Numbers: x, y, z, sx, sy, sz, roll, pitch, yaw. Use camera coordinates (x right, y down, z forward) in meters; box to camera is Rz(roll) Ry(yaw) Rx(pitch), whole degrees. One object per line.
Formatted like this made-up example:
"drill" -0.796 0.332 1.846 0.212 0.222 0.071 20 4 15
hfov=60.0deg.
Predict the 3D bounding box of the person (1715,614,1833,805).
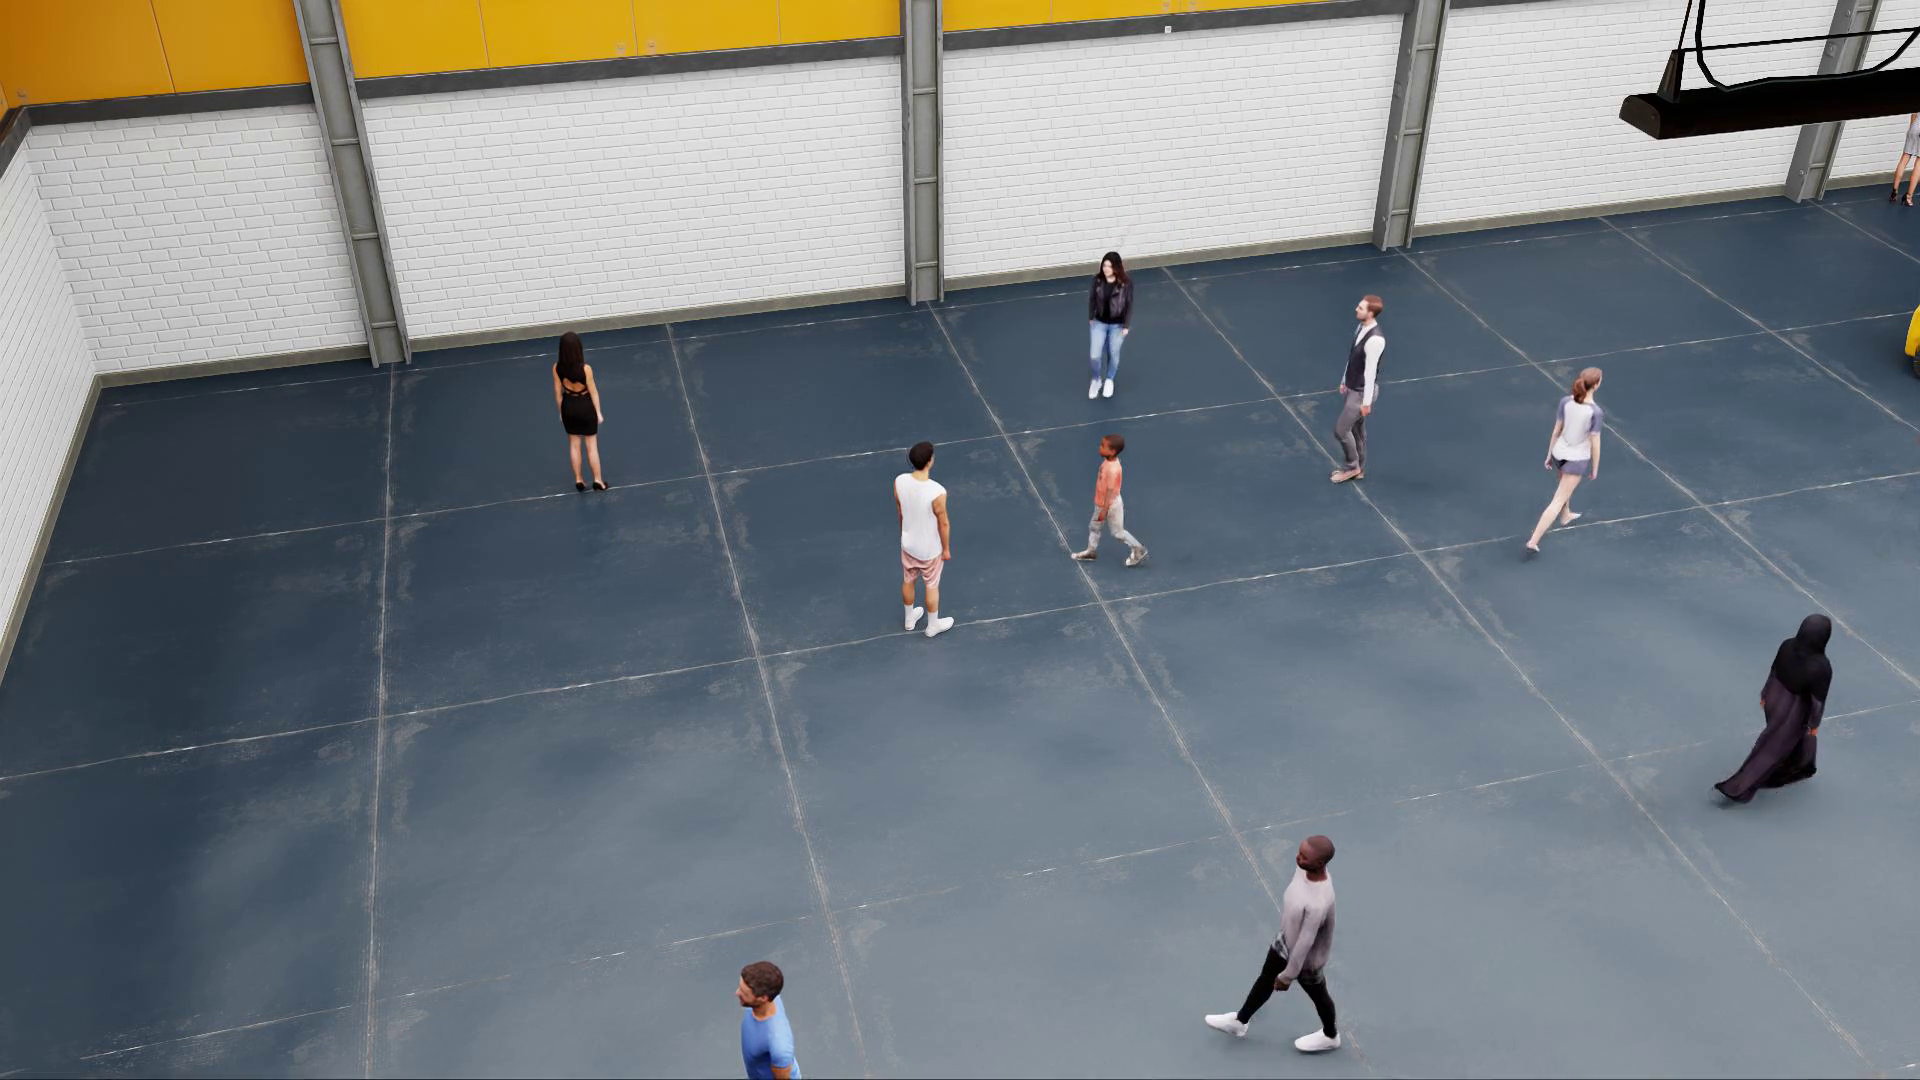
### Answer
"person" 5.898 1.217 11.931 1.105 1.605 0.588 -9 35 -13

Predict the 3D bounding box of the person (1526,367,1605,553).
"person" 5.333 -0.679 14.680 1.248 1.719 0.943 -25 41 -33

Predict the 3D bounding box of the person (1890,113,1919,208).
"person" 12.372 -5.205 21.398 0.622 1.822 0.658 -20 39 -28

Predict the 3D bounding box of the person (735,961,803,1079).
"person" -1.012 2.965 9.068 0.597 1.864 0.668 -12 36 -18

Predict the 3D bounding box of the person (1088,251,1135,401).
"person" 1.561 -2.242 17.122 0.731 1.619 0.812 9 35 13

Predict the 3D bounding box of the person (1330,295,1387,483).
"person" 3.841 -1.396 15.576 0.720 1.923 0.749 1 34 1

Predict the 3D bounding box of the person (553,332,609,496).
"person" -3.549 -1.166 15.479 0.553 1.647 0.696 4 34 6

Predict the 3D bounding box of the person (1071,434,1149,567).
"person" 1.370 -0.330 14.535 0.919 1.300 0.584 -3 34 -5

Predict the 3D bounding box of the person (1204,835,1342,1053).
"person" 2.159 2.450 9.957 1.133 1.737 0.808 -2 34 -2

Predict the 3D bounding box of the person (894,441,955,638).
"person" -0.317 0.000 13.596 0.727 1.789 0.781 19 38 26
